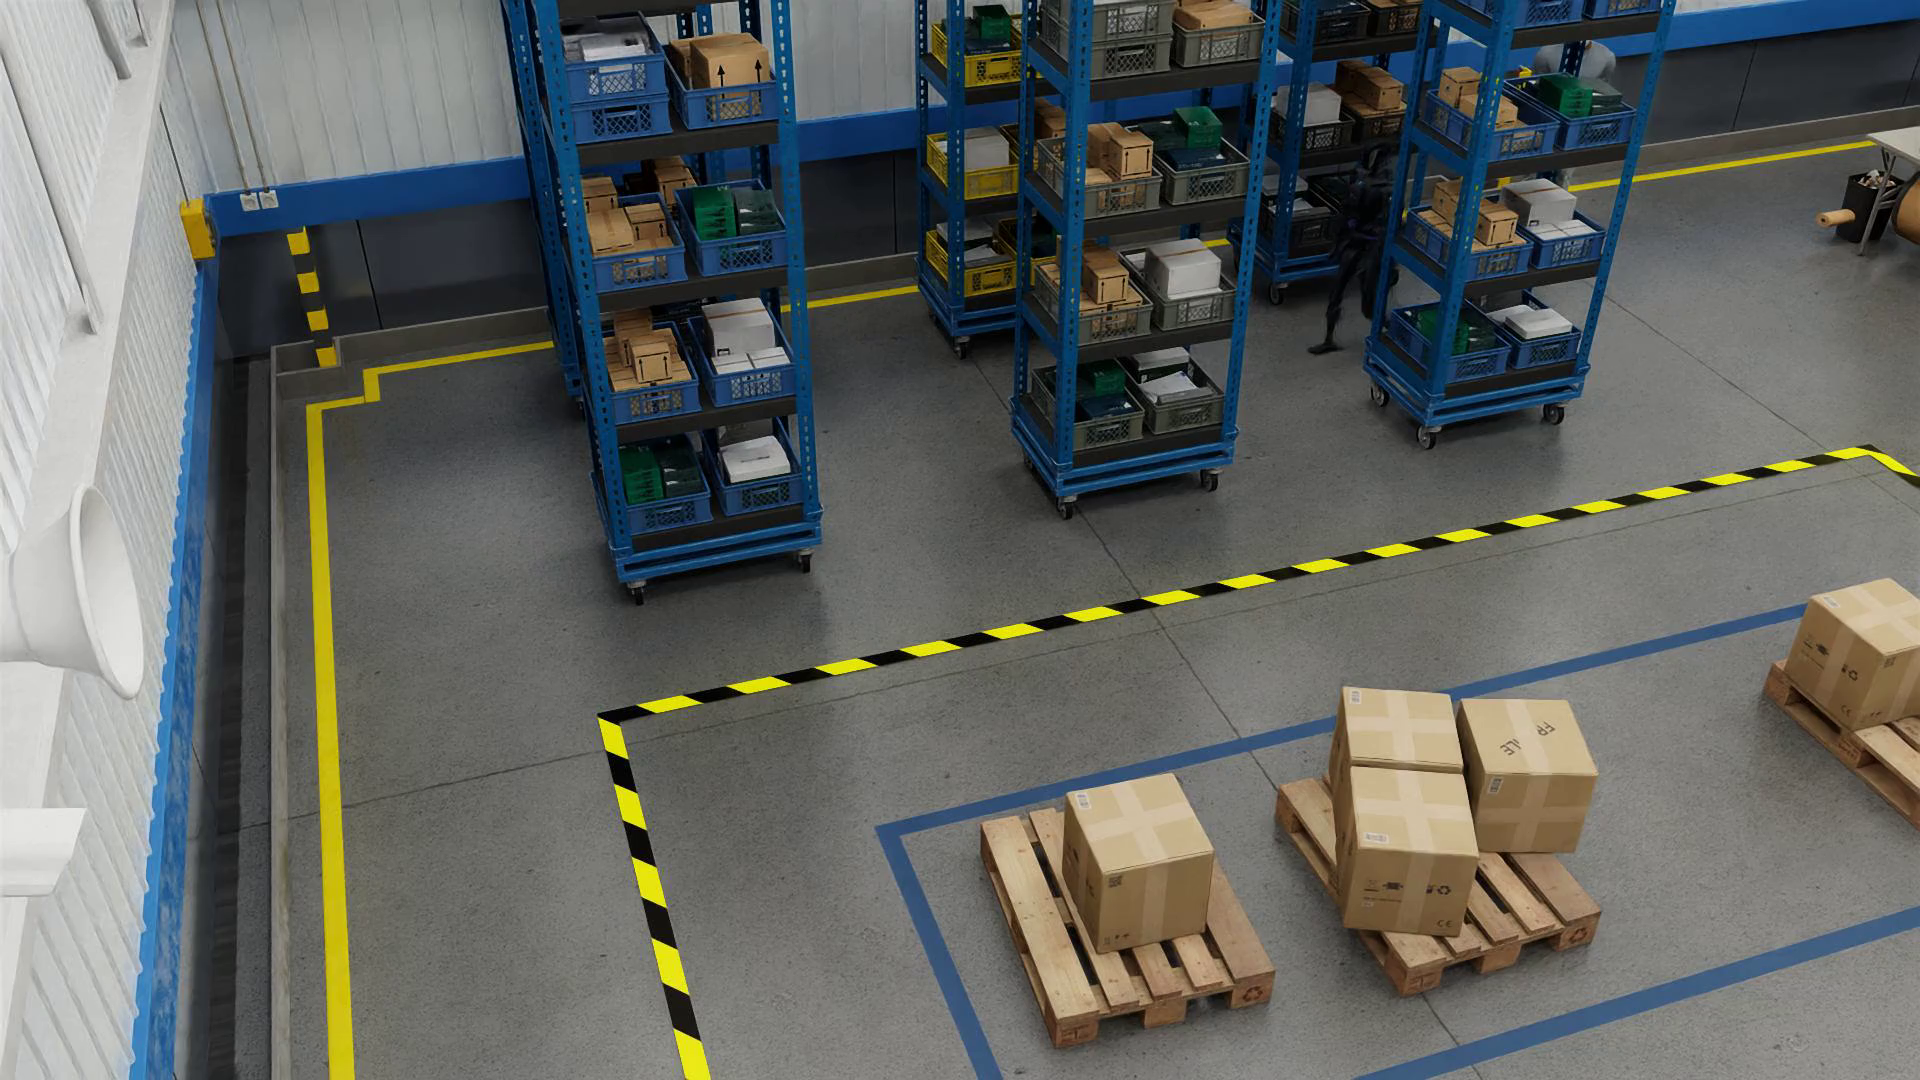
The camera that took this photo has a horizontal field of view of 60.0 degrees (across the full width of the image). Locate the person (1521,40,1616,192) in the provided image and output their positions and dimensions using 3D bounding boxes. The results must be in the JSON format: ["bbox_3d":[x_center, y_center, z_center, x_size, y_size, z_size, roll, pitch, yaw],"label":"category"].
[{"bbox_3d":[4.787,-3.278,13.256,0.630,1.940,0.372,3,35,5],"label":"person"}]

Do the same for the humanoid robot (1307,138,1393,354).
[{"bbox_3d":[2.900,-2.077,11.806,0.676,1.649,0.588,-14,37,-19],"label":"humanoid robot"}]
